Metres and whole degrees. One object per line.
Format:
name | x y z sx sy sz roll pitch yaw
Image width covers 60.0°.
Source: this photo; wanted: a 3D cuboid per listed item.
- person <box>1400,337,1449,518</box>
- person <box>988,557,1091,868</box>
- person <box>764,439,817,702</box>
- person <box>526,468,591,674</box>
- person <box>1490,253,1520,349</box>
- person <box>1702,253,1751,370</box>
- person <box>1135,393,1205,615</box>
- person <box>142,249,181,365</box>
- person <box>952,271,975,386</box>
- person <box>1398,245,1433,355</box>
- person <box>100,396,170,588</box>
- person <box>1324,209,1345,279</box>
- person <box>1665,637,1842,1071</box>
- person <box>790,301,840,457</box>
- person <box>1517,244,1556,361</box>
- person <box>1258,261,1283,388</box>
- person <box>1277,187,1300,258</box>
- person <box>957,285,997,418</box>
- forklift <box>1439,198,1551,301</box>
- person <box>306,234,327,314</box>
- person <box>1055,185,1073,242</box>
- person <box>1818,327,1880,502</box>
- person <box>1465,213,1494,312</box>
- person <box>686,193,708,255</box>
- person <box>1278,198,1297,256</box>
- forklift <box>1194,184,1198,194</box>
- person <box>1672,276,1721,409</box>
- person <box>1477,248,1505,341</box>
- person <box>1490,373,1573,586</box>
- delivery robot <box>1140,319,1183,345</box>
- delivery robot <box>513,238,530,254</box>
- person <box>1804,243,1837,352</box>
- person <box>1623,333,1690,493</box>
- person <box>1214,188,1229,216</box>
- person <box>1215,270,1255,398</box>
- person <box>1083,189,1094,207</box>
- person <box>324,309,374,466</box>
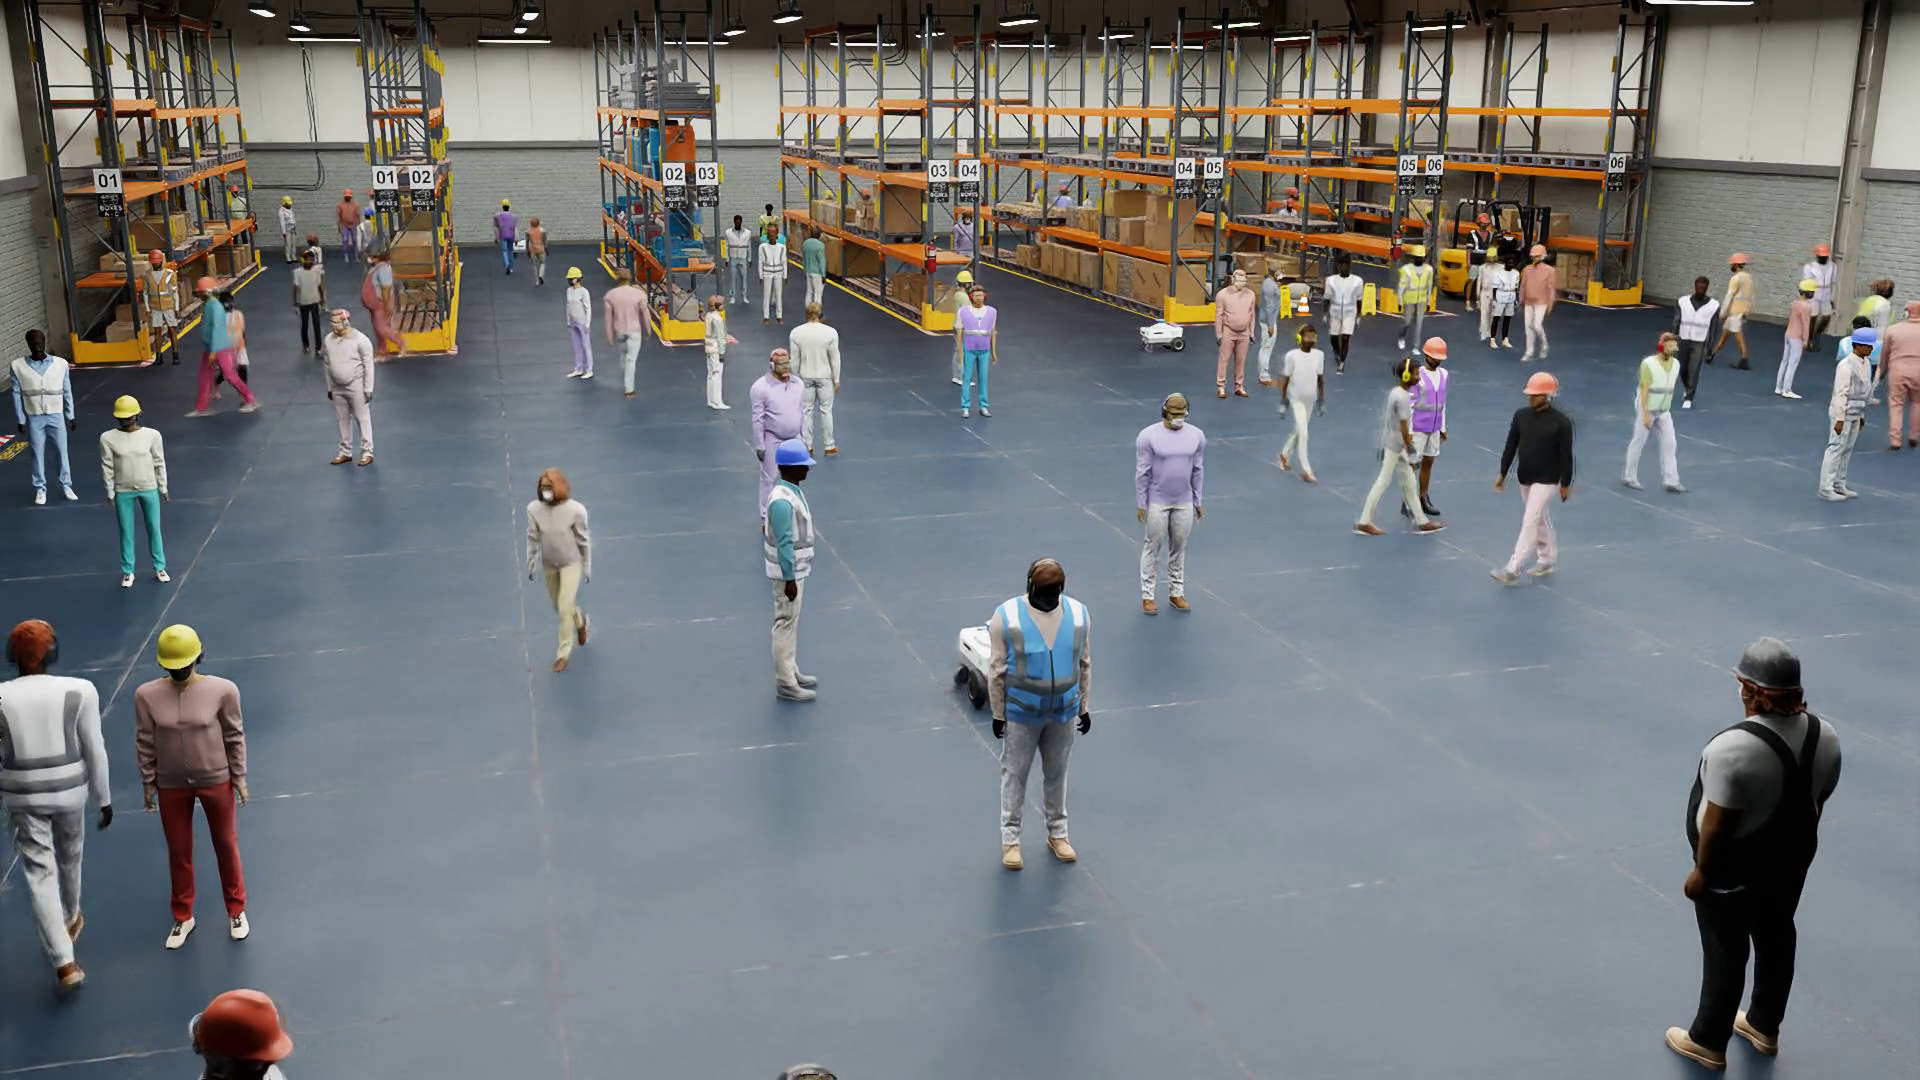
person | 4.958 -1.194 17.649 0.543 1.928 0.374 -7 16 -25
person | 0.472 0.989 9.609 0.621 1.839 0.429 -4 15 -15
person | -1.249 0.212 12.312 0.395 1.949 0.602 0 15 0
person | -3.108 0.183 13.078 0.510 1.606 0.710 4 15 13
person | 9.699 -4.253 29.605 0.531 1.693 0.320 -4 15 -15
person | 12.674 -3.776 27.428 0.962 1.888 0.573 14 20 42
person | 1.811 -0.319 14.341 0.627 1.935 0.371 -4 15 -15
person | -13.315 -3.879 27.750 0.542 1.929 0.373 -4 15 -15
person | 0.051 -3.291 25.845 0.330 1.769 0.526 -4 15 -16
person | 7.929 -4.204 29.023 0.588 1.909 0.631 0 15 -2
person | -7.508 -0.450 15.169 0.523 1.763 0.329 -8 17 -27
person | 9.167 -7.206 40.638 0.484 1.737 0.309 -4 15 -15
person | 3.579 1.415 7.611 0.673 2.000 0.536 -5 16 -19
person | -1.783 -1.989 20.629 0.627 1.934 0.370 2 15 9
person | 9.713 -3.999 28.098 0.424 1.981 0.613 -11 19 -37
person | 4.791 -3.335 25.696 0.371 1.933 0.627 2 15 9
person | 9.082 -8.614 45.439 0.868 1.990 0.619 5 16 20
person | 0.233 -2.633 23.214 0.563 1.847 0.389 -4 15 -15
forklift | 11.913 -6.508 37.130 2.313 2.155 1.214 -4 15 -15
person | -13.315 -5.501 34.420 0.309 1.633 0.516 0 15 1
person | 3.027 -9.449 48.836 0.546 1.892 0.994 4 15 14
person | 9.822 -1.384 18.355 0.600 1.940 0.424 -13 20 -40
person | 10.845 -5.785 34.698 0.605 2.045 0.378 -4 15 -15
person | -7.447 -8.791 46.512 0.615 1.785 0.926 4 15 15
person | 8.849 -8.339 44.884 0.562 1.743 0.337 -4 15 -15
forklift | 7.392 -11.333 53.972 1.873 2.768 1.129 -4 15 -15
person | 10.634 -2.890 24.086 0.598 1.897 0.822 10 18 34
person | 9.815 -4.556 30.762 0.512 1.698 0.904 5 16 19
person | 5.210 -0.562 15.225 1.019 1.940 0.612 -9 17 -29
delivery robot | 3.548 -3.640 29.303 0.707 0.478 0.477 -4 15 -15
delivery robot | -12.161 -8.186 46.408 0.707 0.478 0.477 -4 15 -15
person | 15.038 -4.233 29.104 0.567 1.914 0.415 1 15 4
person | 7.885 -1.410 18.694 0.595 1.810 0.867 -6 16 -22
person | 7.839 -9.639 49.673 0.622 1.802 0.396 13 19 39
person | 4.101 -3.062 24.730 0.639 1.903 0.407 -4 15 -15
person | 3.469 -8.718 45.925 0.402 1.943 0.608 8 17 27
person | -7.406 -1.844 20.140 0.643 1.905 0.399 4 15 16
